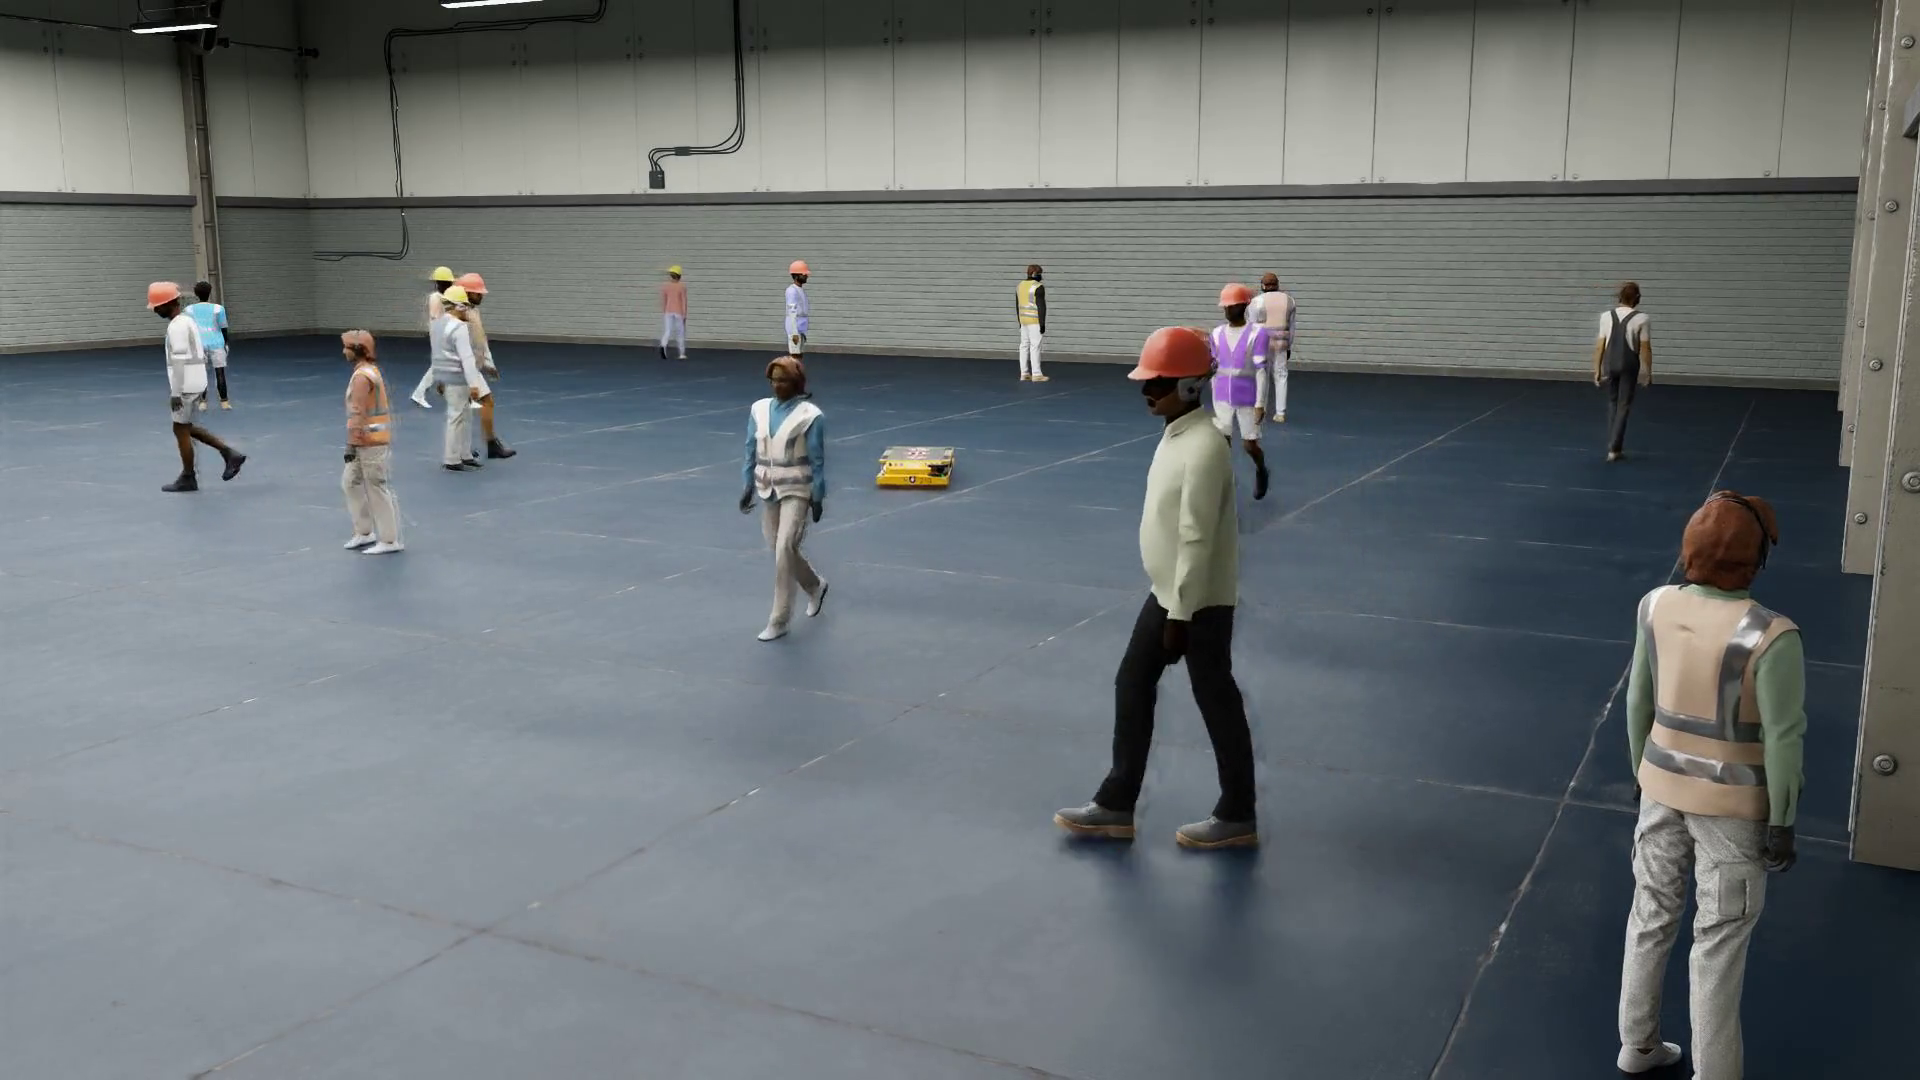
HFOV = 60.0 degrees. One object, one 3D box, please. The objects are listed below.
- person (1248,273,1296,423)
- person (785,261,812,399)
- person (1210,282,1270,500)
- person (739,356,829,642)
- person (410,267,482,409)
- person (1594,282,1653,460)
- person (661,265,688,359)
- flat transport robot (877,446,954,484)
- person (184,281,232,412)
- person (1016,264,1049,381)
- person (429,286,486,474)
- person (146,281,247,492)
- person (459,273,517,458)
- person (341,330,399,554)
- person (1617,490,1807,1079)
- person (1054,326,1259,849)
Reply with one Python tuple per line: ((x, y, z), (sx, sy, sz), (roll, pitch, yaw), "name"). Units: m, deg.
((3.802, -2.356, 20.455), (0.620, 1.837, 0.430), (-3, 11, -14), "person")
((-2.267, -2.953, 23.423), (0.364, 1.939, 0.542), (1, 10, 7), "person")
((2.354, -1.196, 13.905), (0.547, 1.918, 0.786), (7, 12, 33), "person")
((-0.980, -0.271, 9.673), (0.515, 1.611, 0.755), (7, 12, 33), "person")
((-6.868, -2.673, 22.031), (0.955, 1.891, 0.585), (-1, 10, -7), "person")
((6.894, -1.746, 17.168), (0.534, 1.816, 0.773), (10, 14, 44), "person")
((-5.289, -4.189, 30.681), (0.524, 1.747, 0.689), (3, 11, 15), "person")
((-0.407, -0.720, 15.802), (0.652, 0.197, 1.431), (0, 10, 2), "flat transport robot")
((-9.835, -2.525, 21.750), (0.531, 1.698, 0.320), (-4, 11, -19), "person")
((1.150, -3.423, 26.271), (0.430, 1.837, 0.624), (-7, 13, -35), "person")
((-4.842, -1.550, 16.115), (0.496, 1.810, 0.645), (-9, 14, -40), "person")
((-6.895, -1.378, 14.960), (0.652, 1.892, 0.593), (-3, 11, -17), "person")
((-4.927, -1.780, 17.117), (0.845, 1.897, 0.563), (-1, 10, -8), "person")
((-4.320, -0.688, 11.944), (0.541, 1.623, 0.526), (-3, 11, -17), "person")
((1.964, 0.688, 4.369), (0.305, 1.645, 0.522), (-5, 11, -24), "person")
((0.732, 0.204, 6.128), (0.902, 1.958, 0.640), (-1, 10, -7), "person")
